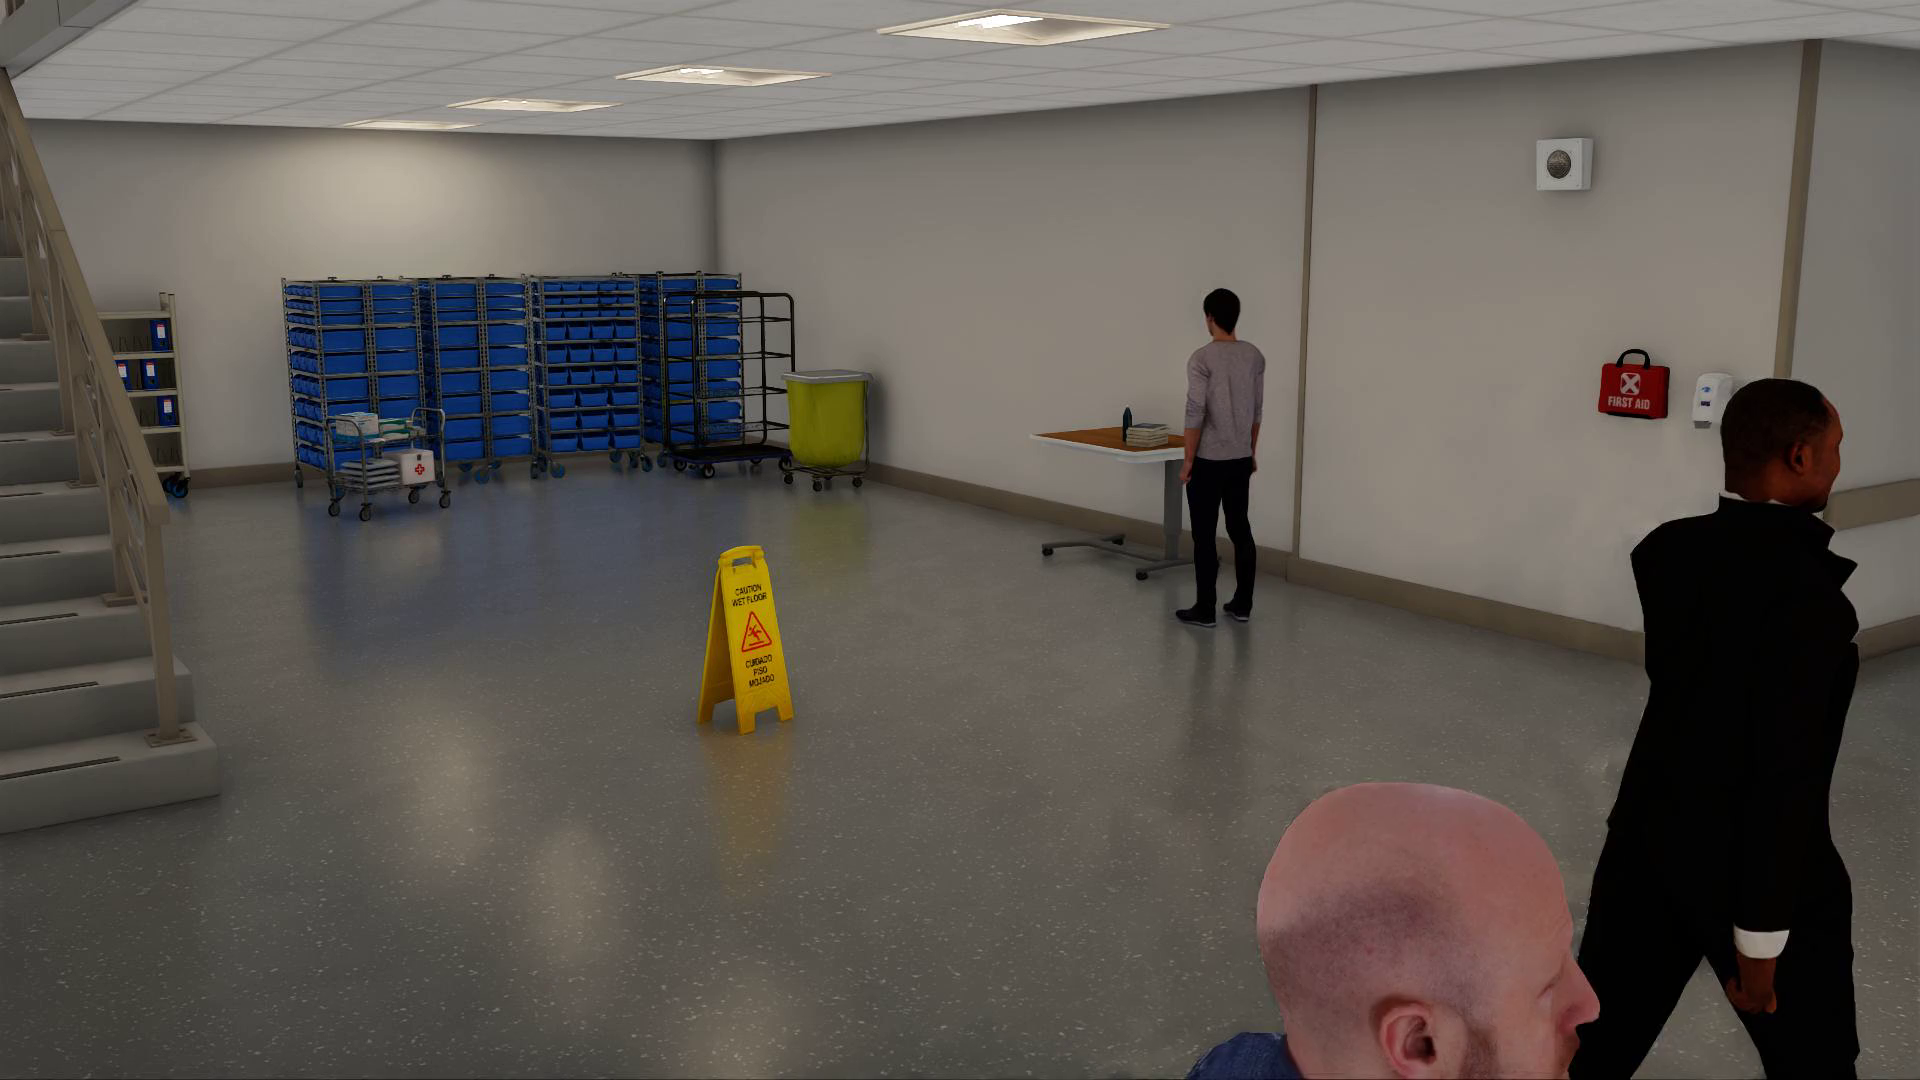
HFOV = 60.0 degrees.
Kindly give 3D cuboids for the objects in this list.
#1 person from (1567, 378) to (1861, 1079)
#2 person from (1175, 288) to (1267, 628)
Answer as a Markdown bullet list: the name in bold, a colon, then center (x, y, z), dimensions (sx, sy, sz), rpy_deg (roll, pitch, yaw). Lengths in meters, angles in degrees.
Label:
- **person**: center (1.385, 0.656, 3.244), dimensions (1.002, 1.854, 1.299), rpy_deg (-3, 11, -17)
- **person**: center (1.438, -0.455, 9.127), dimensions (0.681, 1.843, 0.571), rpy_deg (-6, 12, -28)
